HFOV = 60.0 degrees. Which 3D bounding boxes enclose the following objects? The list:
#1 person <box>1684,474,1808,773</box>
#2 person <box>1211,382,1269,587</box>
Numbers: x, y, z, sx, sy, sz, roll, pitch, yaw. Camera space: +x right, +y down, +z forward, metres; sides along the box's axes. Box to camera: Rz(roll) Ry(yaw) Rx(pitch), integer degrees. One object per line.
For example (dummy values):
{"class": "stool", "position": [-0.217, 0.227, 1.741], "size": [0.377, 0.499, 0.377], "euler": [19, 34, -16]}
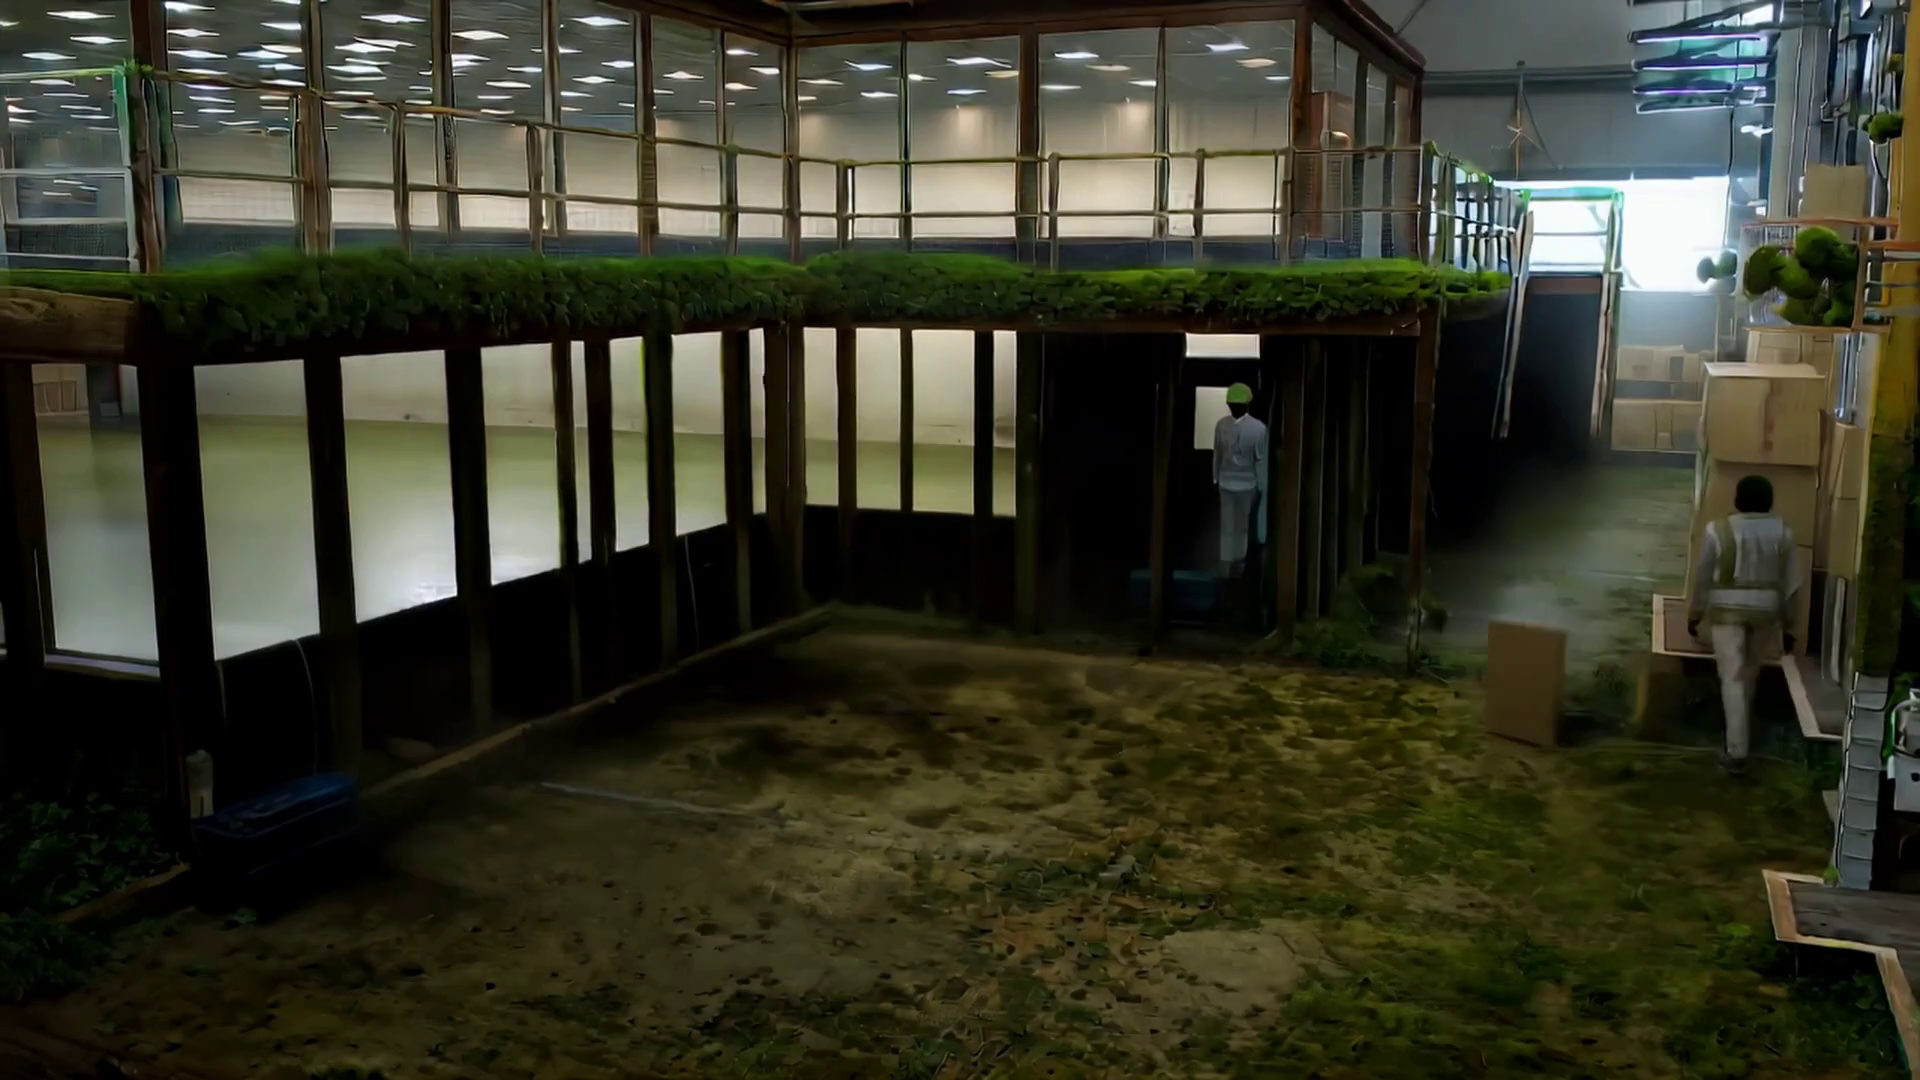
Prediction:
{"class": "person", "position": [4.867, 0.489, 10.399], "size": [0.627, 1.800, 0.894], "euler": [1, 9, 6]}
{"class": "person", "position": [2.704, -0.543, 16.182], "size": [0.612, 1.986, 0.407], "euler": [8, 12, 41]}
